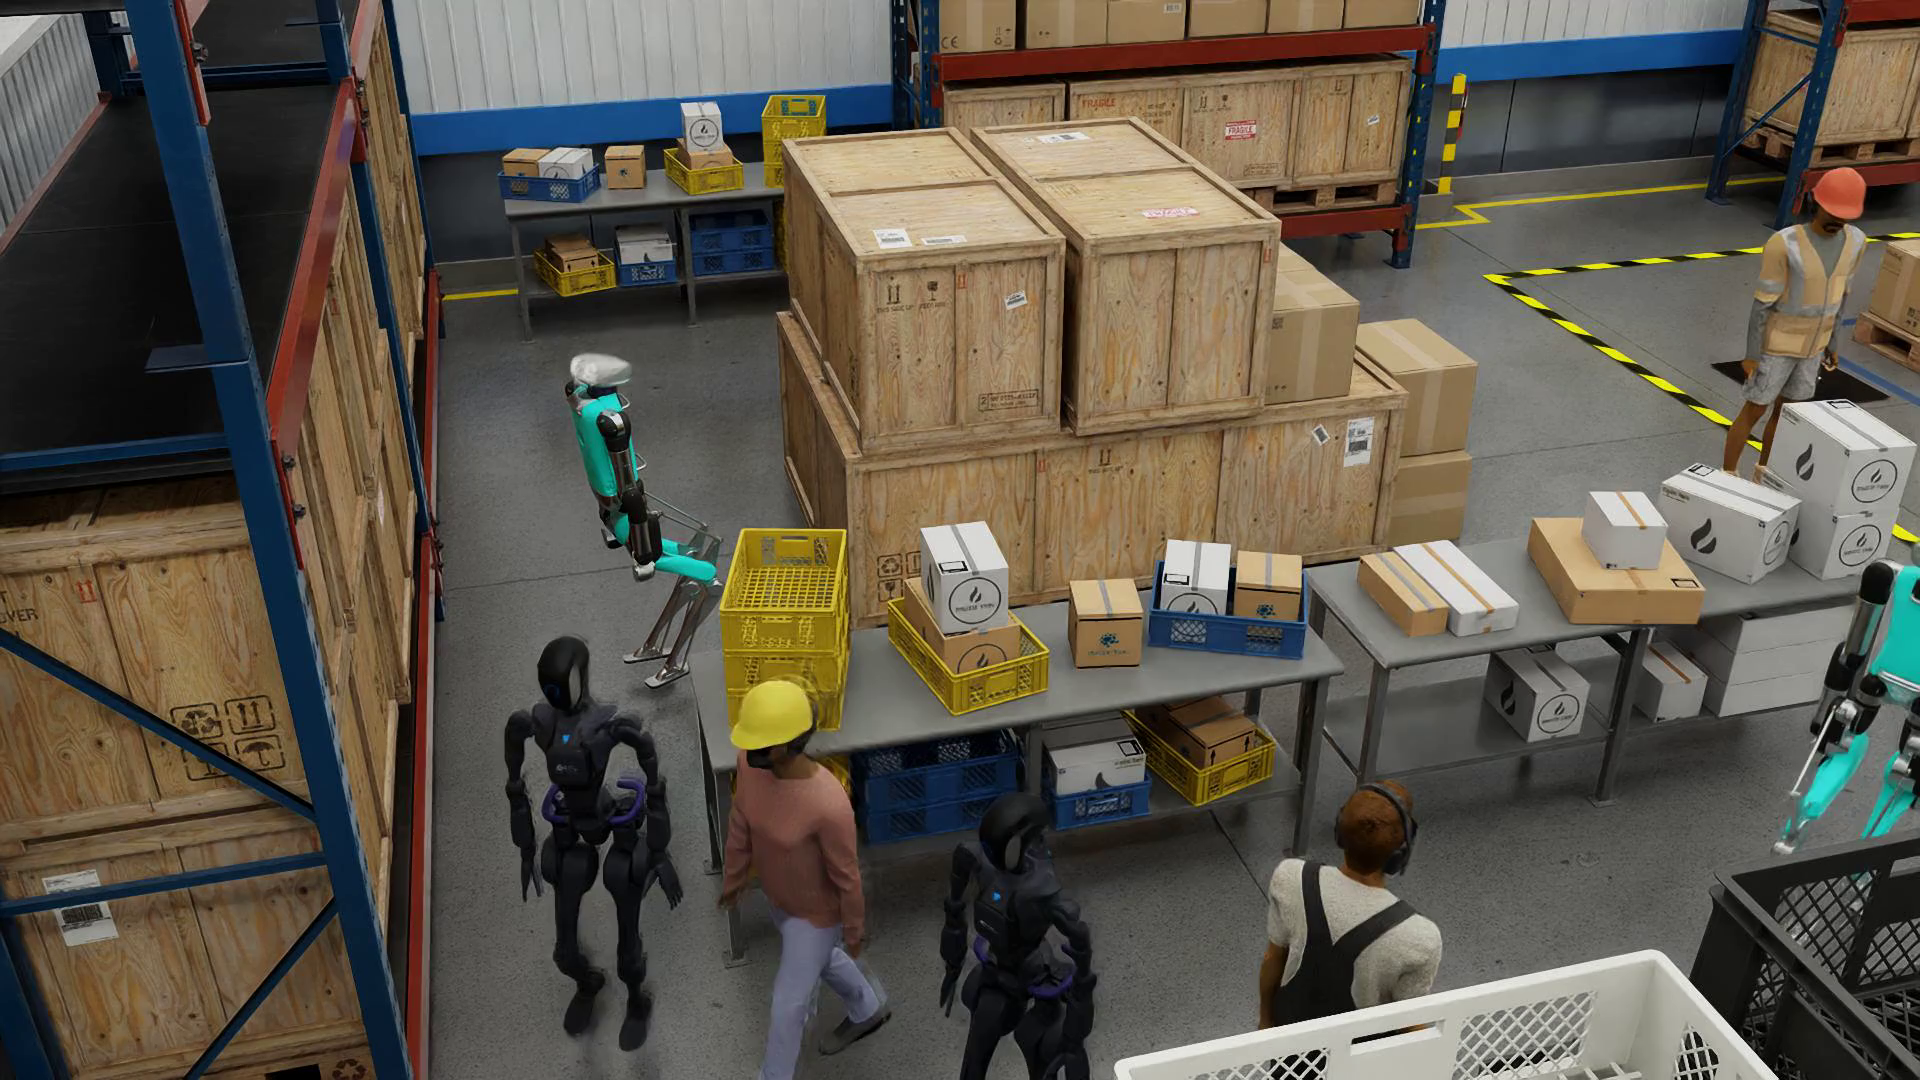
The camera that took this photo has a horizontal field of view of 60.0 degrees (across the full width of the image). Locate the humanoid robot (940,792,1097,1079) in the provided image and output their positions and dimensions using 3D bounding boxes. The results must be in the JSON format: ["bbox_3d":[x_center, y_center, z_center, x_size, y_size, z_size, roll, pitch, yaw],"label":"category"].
[{"bbox_3d":[0.208,1.401,5.184,0.611,1.641,0.738,23,36,35],"label":"humanoid robot"}]

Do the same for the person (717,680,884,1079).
[{"bbox_3d":[-0.550,1.177,5.476,0.844,1.722,0.531,-24,37,-36],"label":"person"}]

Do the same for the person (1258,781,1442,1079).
[{"bbox_3d":[1.089,1.476,4.821,0.506,1.836,0.331,19,34,31],"label":"person"}]

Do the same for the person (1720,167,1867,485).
[{"bbox_3d":[4.658,-1.081,9.253,0.609,2.031,0.400,-7,30,-12],"label":"person"}]

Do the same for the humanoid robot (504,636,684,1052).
[{"bbox_3d":[-1.246,1.062,5.727,0.589,1.657,0.331,2,29,3],"label":"humanoid robot"}]

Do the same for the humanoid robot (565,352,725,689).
[{"bbox_3d":[-1.375,-0.121,7.674,0.735,1.677,0.533,-16,33,-27],"label":"humanoid robot"}]

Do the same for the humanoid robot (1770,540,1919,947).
[{"bbox_3d":[3.335,0.826,6.099,0.943,1.762,0.544,-25,37,-37],"label":"humanoid robot"}]
